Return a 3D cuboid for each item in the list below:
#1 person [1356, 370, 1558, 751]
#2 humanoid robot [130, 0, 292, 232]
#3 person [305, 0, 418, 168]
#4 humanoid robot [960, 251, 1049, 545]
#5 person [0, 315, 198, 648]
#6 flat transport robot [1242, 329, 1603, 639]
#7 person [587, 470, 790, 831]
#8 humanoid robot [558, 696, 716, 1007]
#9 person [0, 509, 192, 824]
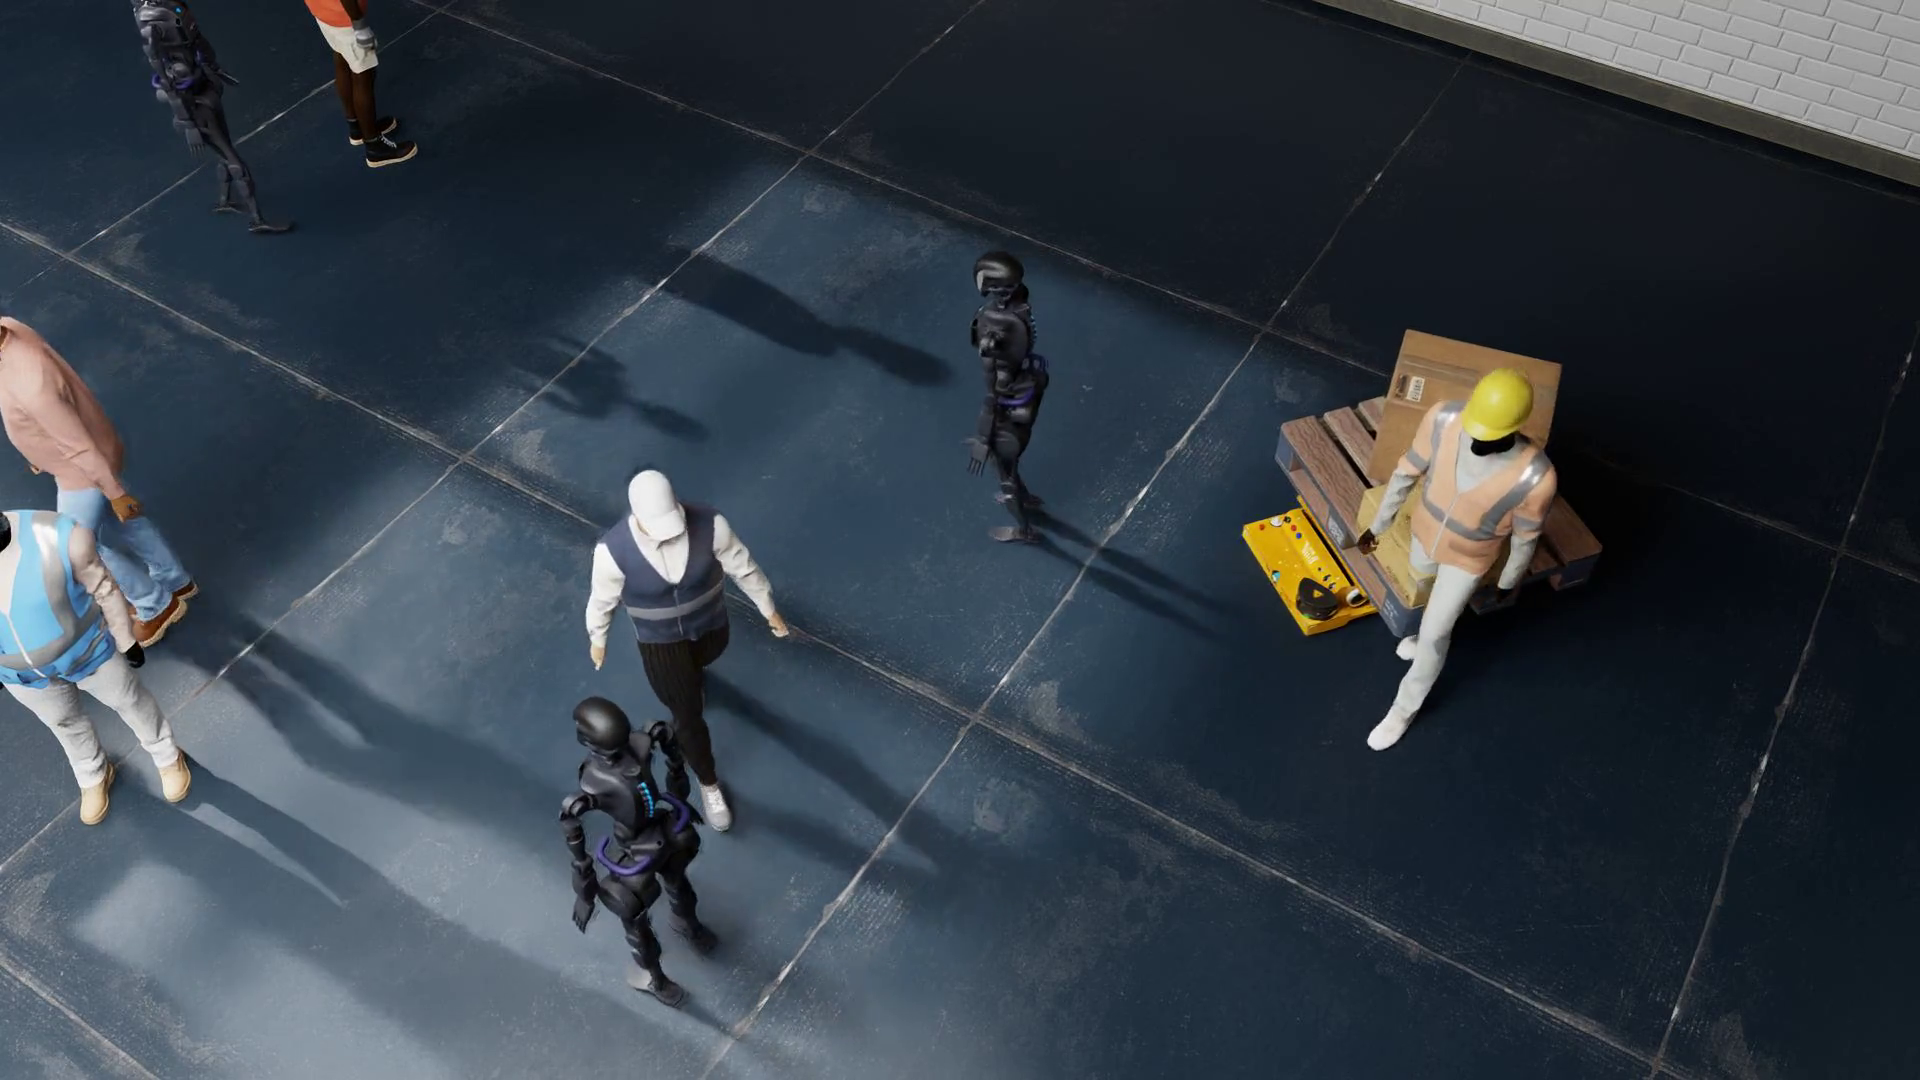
[{"bbox_3d":[1.989,0.003,6.744,0.796,1.899,0.619,-34,57,-26],"label":"person"},{"bbox_3d":[-4.058,-2.424,9.009,0.554,1.646,0.611,-1,49,-1],"label":"humanoid robot"},{"bbox_3d":[-3.473,-3.023,9.337,0.367,1.959,0.604,-28,54,-22],"label":"person"},{"bbox_3d":[0.229,-0.601,7.410,0.375,1.646,0.602,14,50,12],"label":"humanoid robot"},{"bbox_3d":[-3.748,-0.310,6.970,0.523,1.963,0.618,-24,53,-20],"label":"person"},{"bbox_3d":[2.126,-0.027,7.839,1.431,0.231,0.659,-15,51,-13],"label":"flat transport robot"},{"bbox_3d":[-1.101,0.307,6.584,0.751,1.714,0.901,-20,52,-17],"label":"person"},{"bbox_3d":[-1.144,1.110,5.908,0.349,1.652,0.598,28,55,22],"label":"humanoid robot"},{"bbox_3d":[-3.475,0.437,6.395,0.618,1.837,0.430,-13,50,-11],"label":"person"}]
